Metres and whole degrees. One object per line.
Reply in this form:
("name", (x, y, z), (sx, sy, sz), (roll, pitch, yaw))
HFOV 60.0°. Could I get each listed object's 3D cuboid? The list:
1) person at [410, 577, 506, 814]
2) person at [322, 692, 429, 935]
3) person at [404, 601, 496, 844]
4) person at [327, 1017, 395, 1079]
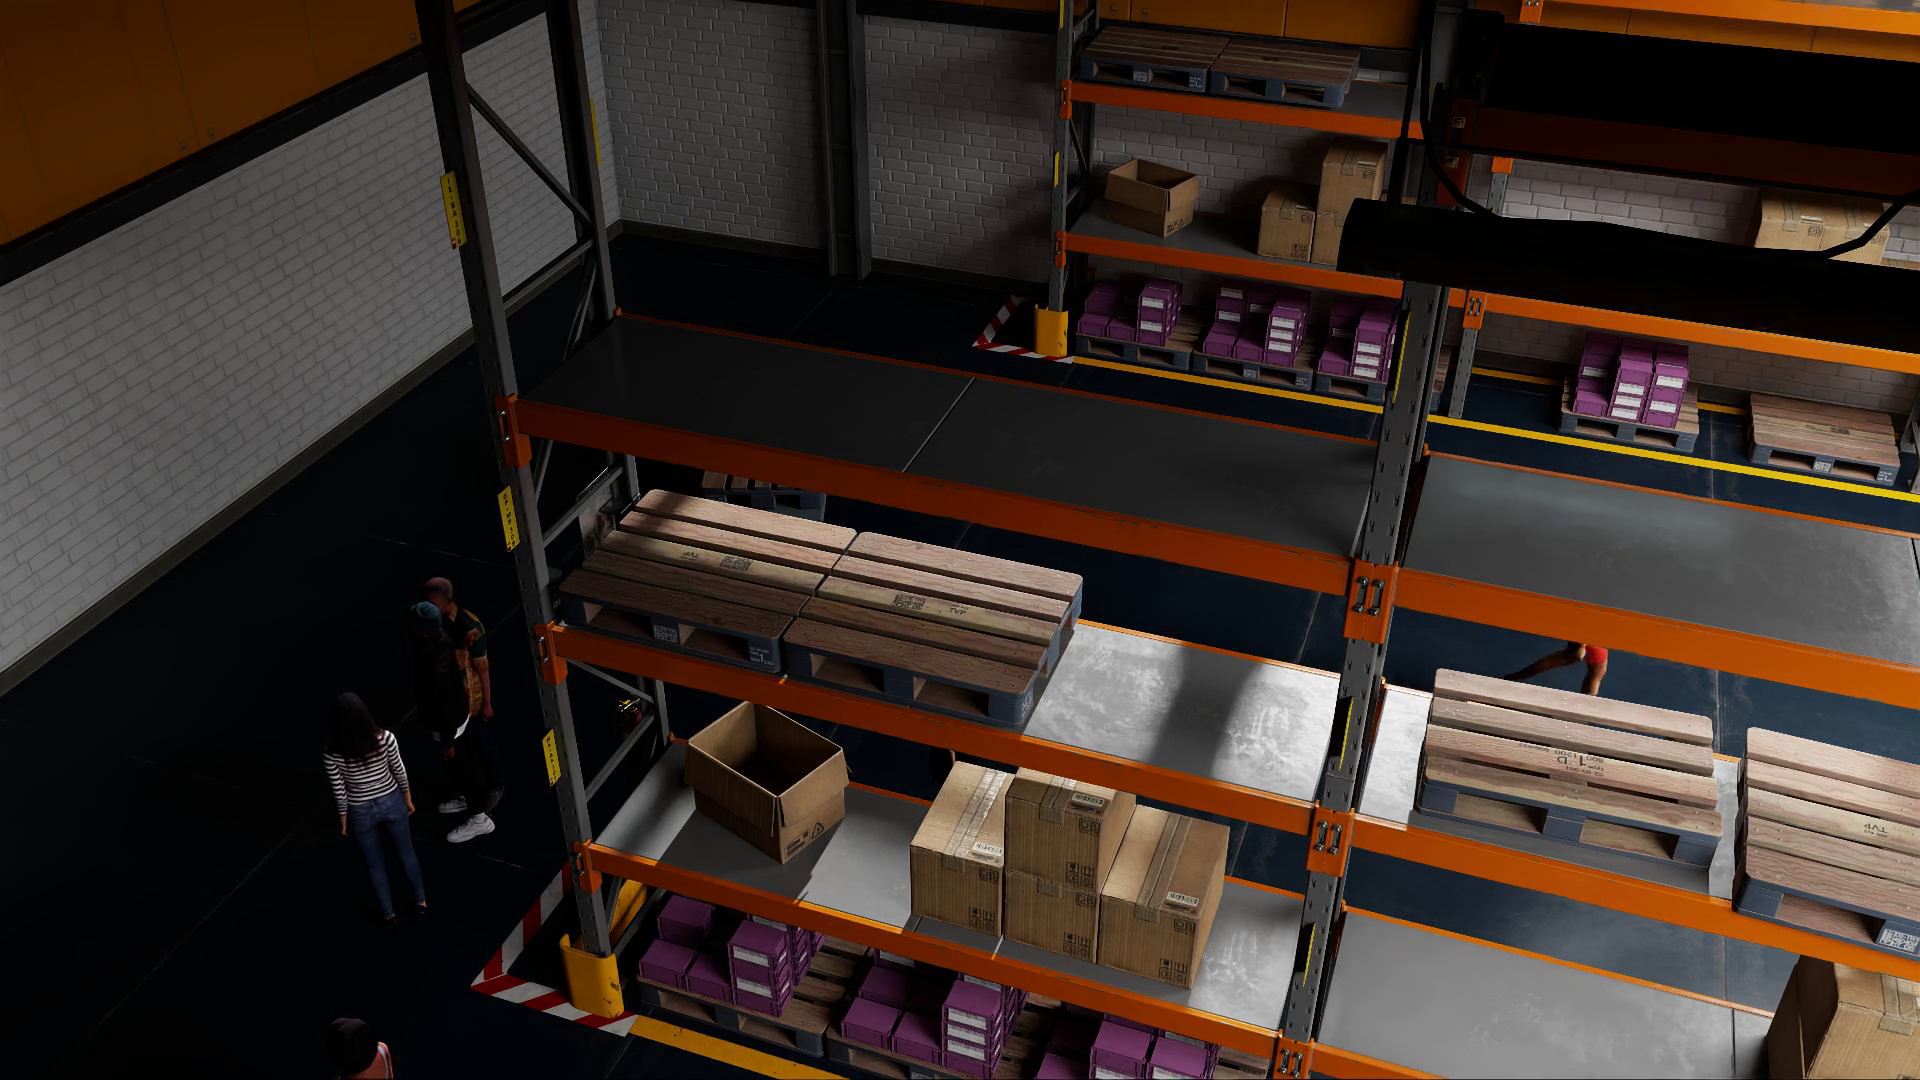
("person", (-3.291, 0.999, 10.942), (0.598, 1.807, 0.763), (9, 35, 14))
("person", (-3.501, 1.645, 9.980), (0.647, 1.796, 0.689), (-17, 37, -24))
("person", (-3.306, 1.148, 10.709), (0.801, 1.817, 0.753), (-13, 36, -18))
("person", (-2.853, 2.931, 8.136), (0.525, 1.696, 0.566), (12, 36, 18))
